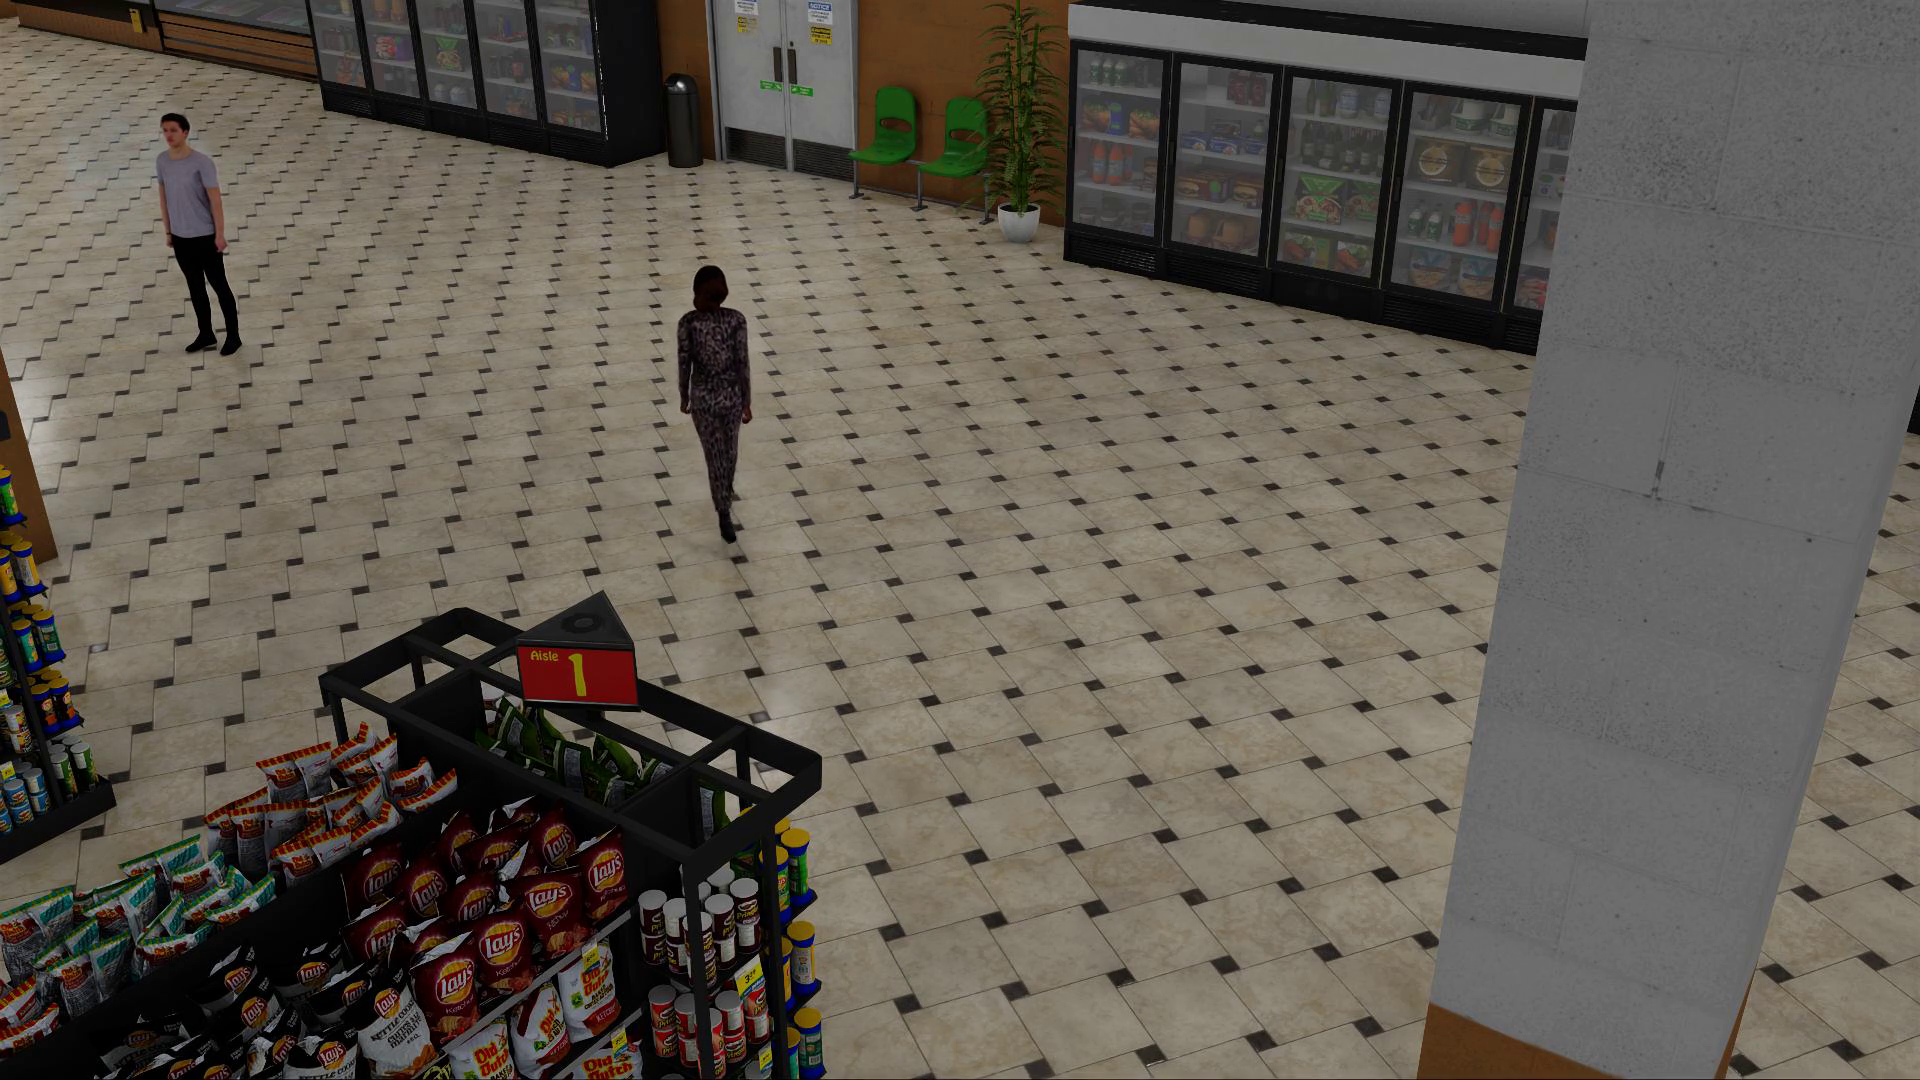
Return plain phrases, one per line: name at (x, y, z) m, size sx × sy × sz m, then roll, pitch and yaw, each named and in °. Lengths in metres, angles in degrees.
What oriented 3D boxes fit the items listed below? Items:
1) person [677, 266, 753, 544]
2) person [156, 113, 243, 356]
person at (-1.459, -0.781, 10.011) m, size 1.103 × 1.674 × 1.116 m, roll -6°, pitch 28°, yaw -12°
person at (-5.948, -2.385, 12.966) m, size 0.736 × 1.864 × 0.693 m, roll 6°, pitch 27°, yaw 11°
